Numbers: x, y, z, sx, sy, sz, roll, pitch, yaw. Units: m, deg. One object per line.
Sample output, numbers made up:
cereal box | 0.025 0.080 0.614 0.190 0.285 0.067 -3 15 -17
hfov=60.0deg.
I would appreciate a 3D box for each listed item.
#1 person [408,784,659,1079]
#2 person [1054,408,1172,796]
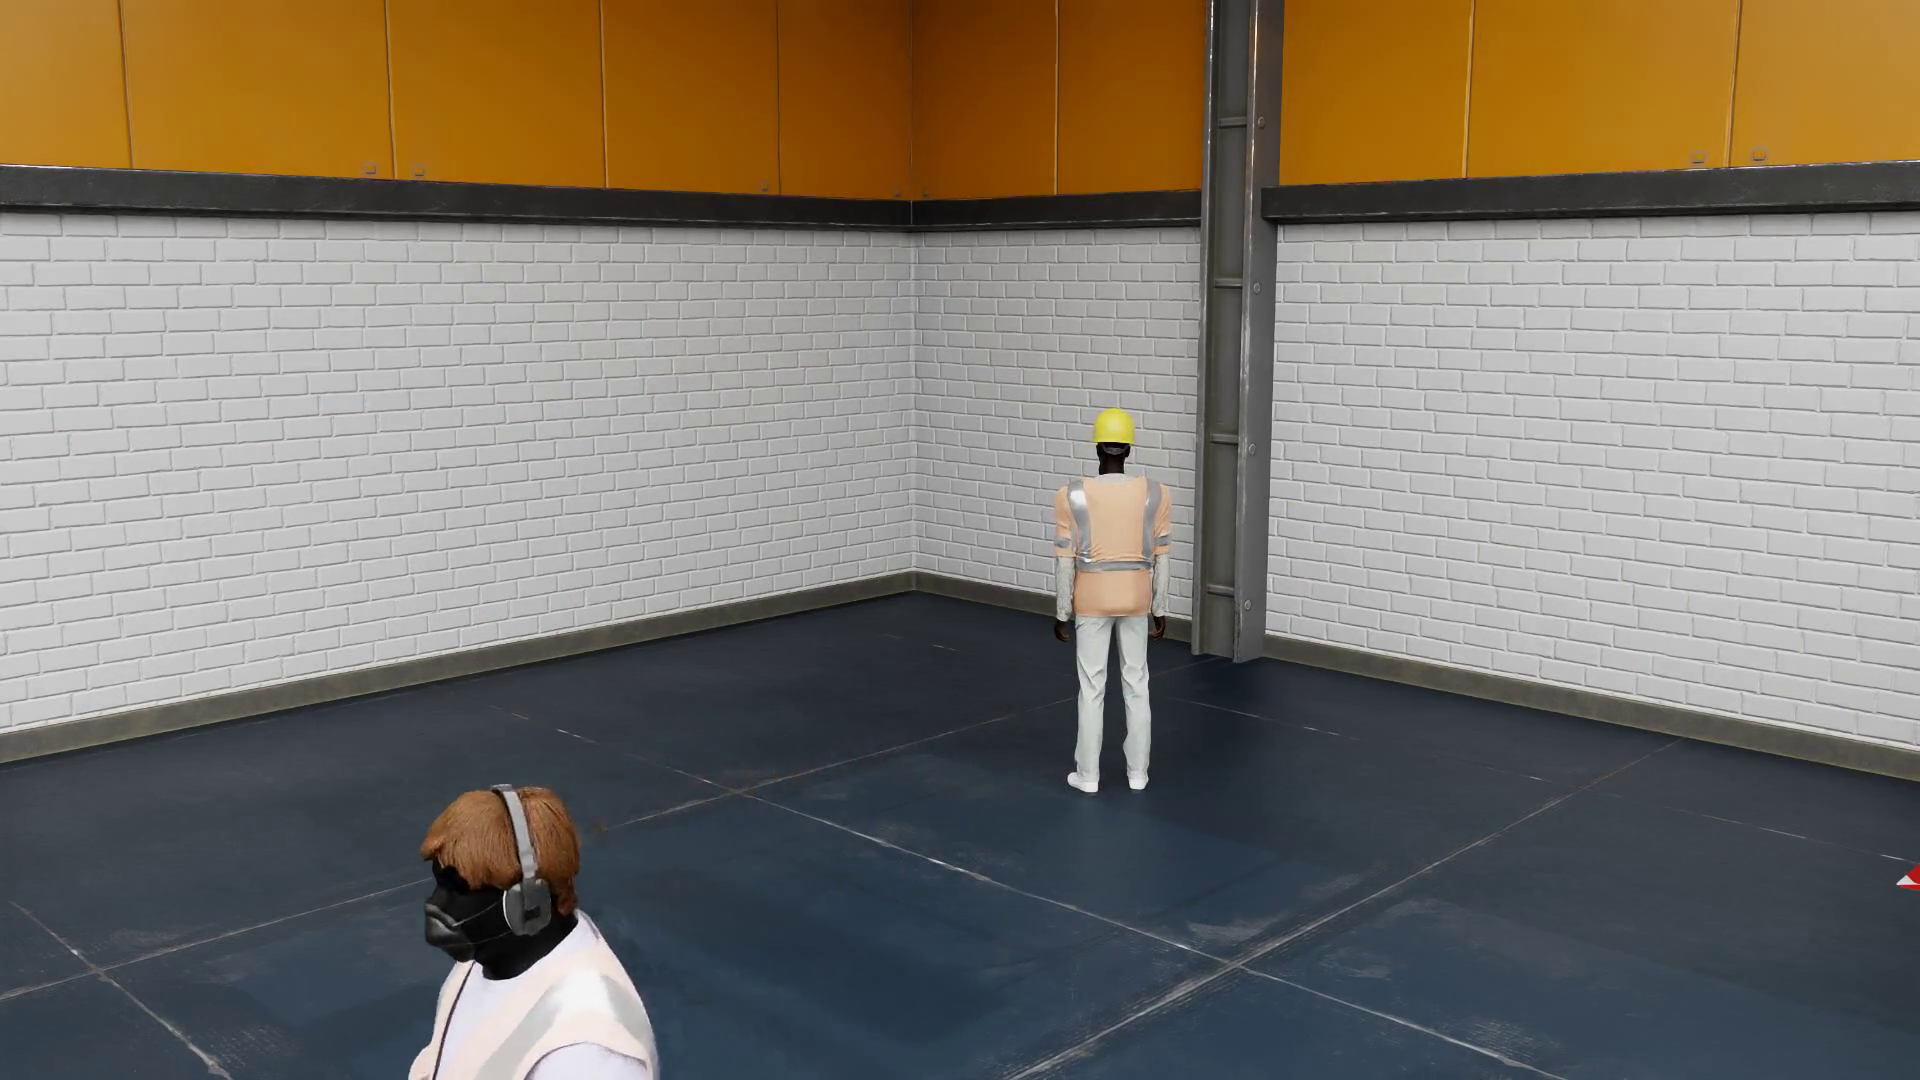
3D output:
person | -0.684 1.266 2.804 0.943 1.801 0.639 -4 10 -24
person | 0.747 0.312 8.247 0.589 1.927 0.369 -1 9 -7
